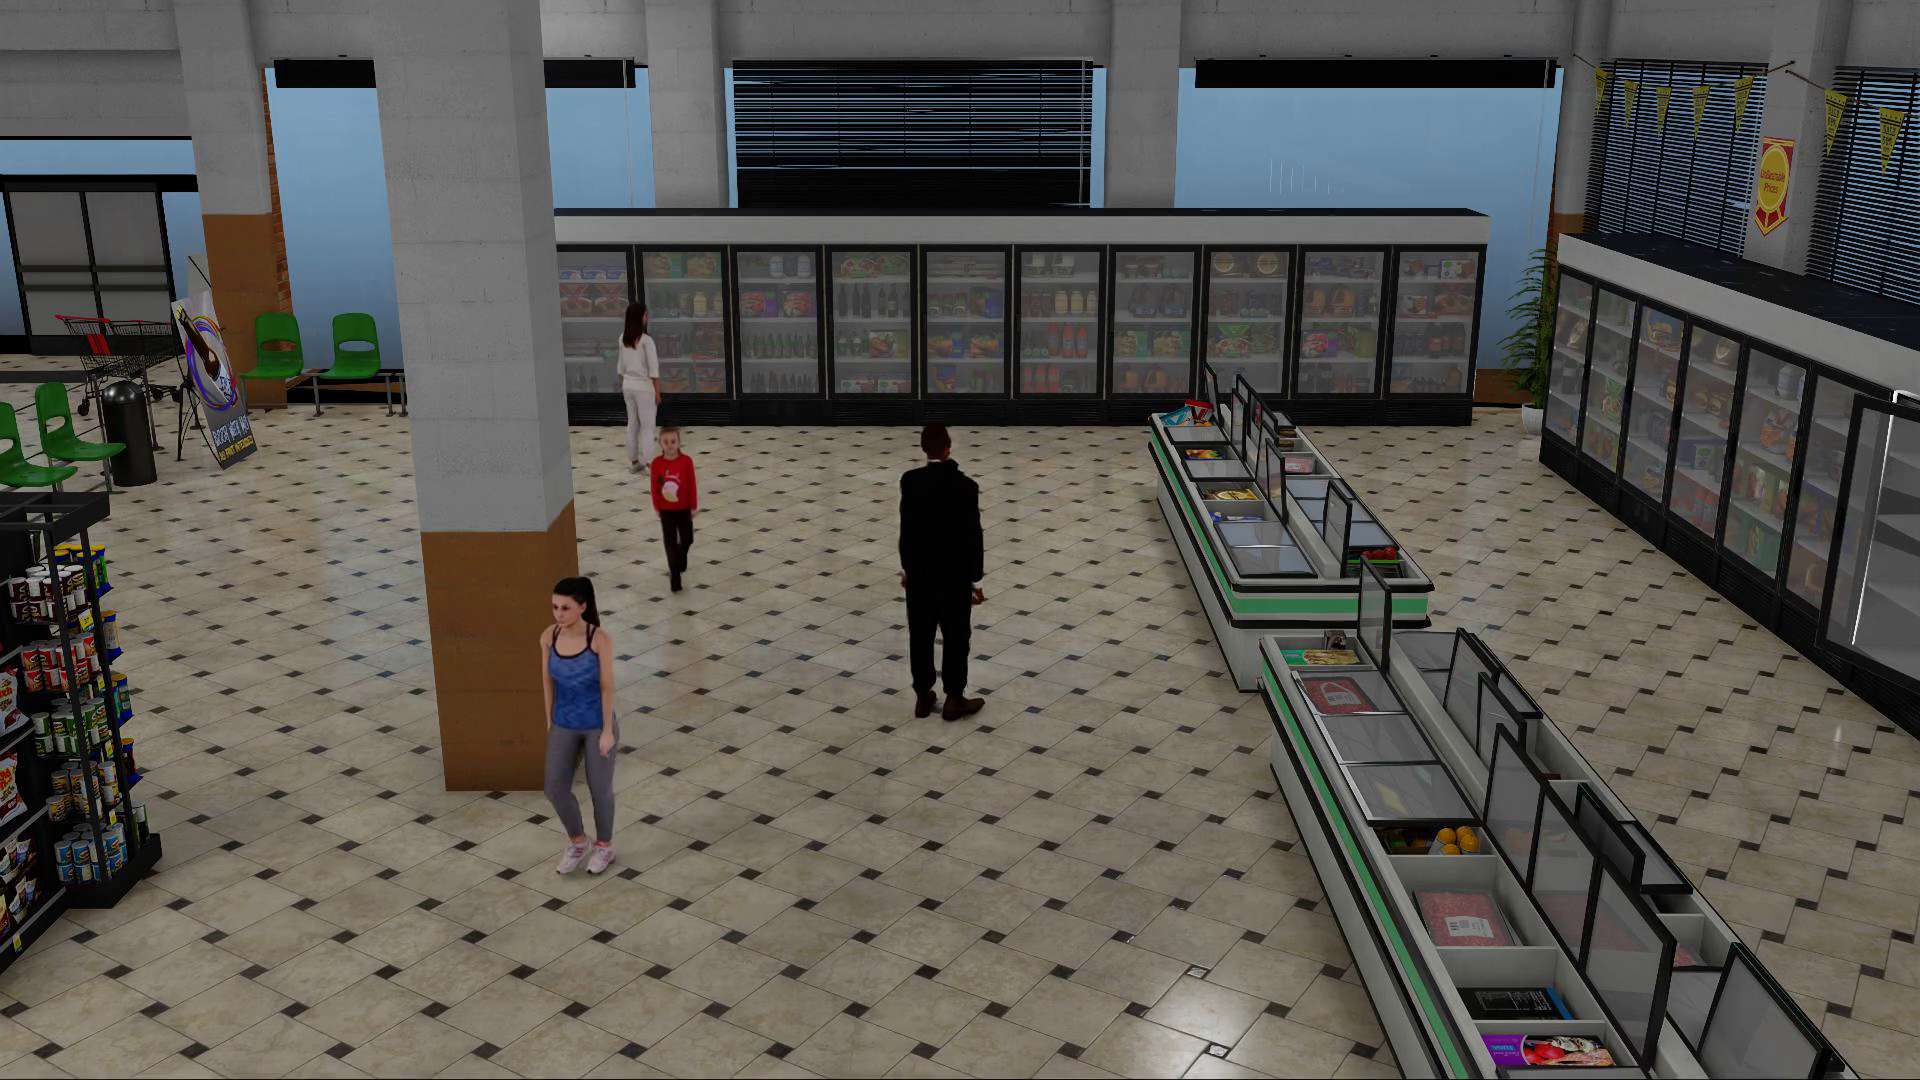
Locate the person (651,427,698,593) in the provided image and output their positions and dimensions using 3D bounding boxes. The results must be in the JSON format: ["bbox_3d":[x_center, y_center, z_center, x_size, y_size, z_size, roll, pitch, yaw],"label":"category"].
[{"bbox_3d":[-2.219,-0.263,12.970,0.590,1.273,0.811,-3,17,-11],"label":"person"}]

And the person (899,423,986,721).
[{"bbox_3d":[-0.139,0.226,10.370,0.821,1.847,0.779,8,18,24],"label":"person"}]

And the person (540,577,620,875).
[{"bbox_3d":[-1.879,0.929,8.490,0.639,1.595,0.640,4,17,13],"label":"person"}]

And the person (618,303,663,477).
[{"bbox_3d":[-3.129,-1.479,16.260,0.683,1.688,0.689,9,19,28],"label":"person"}]
